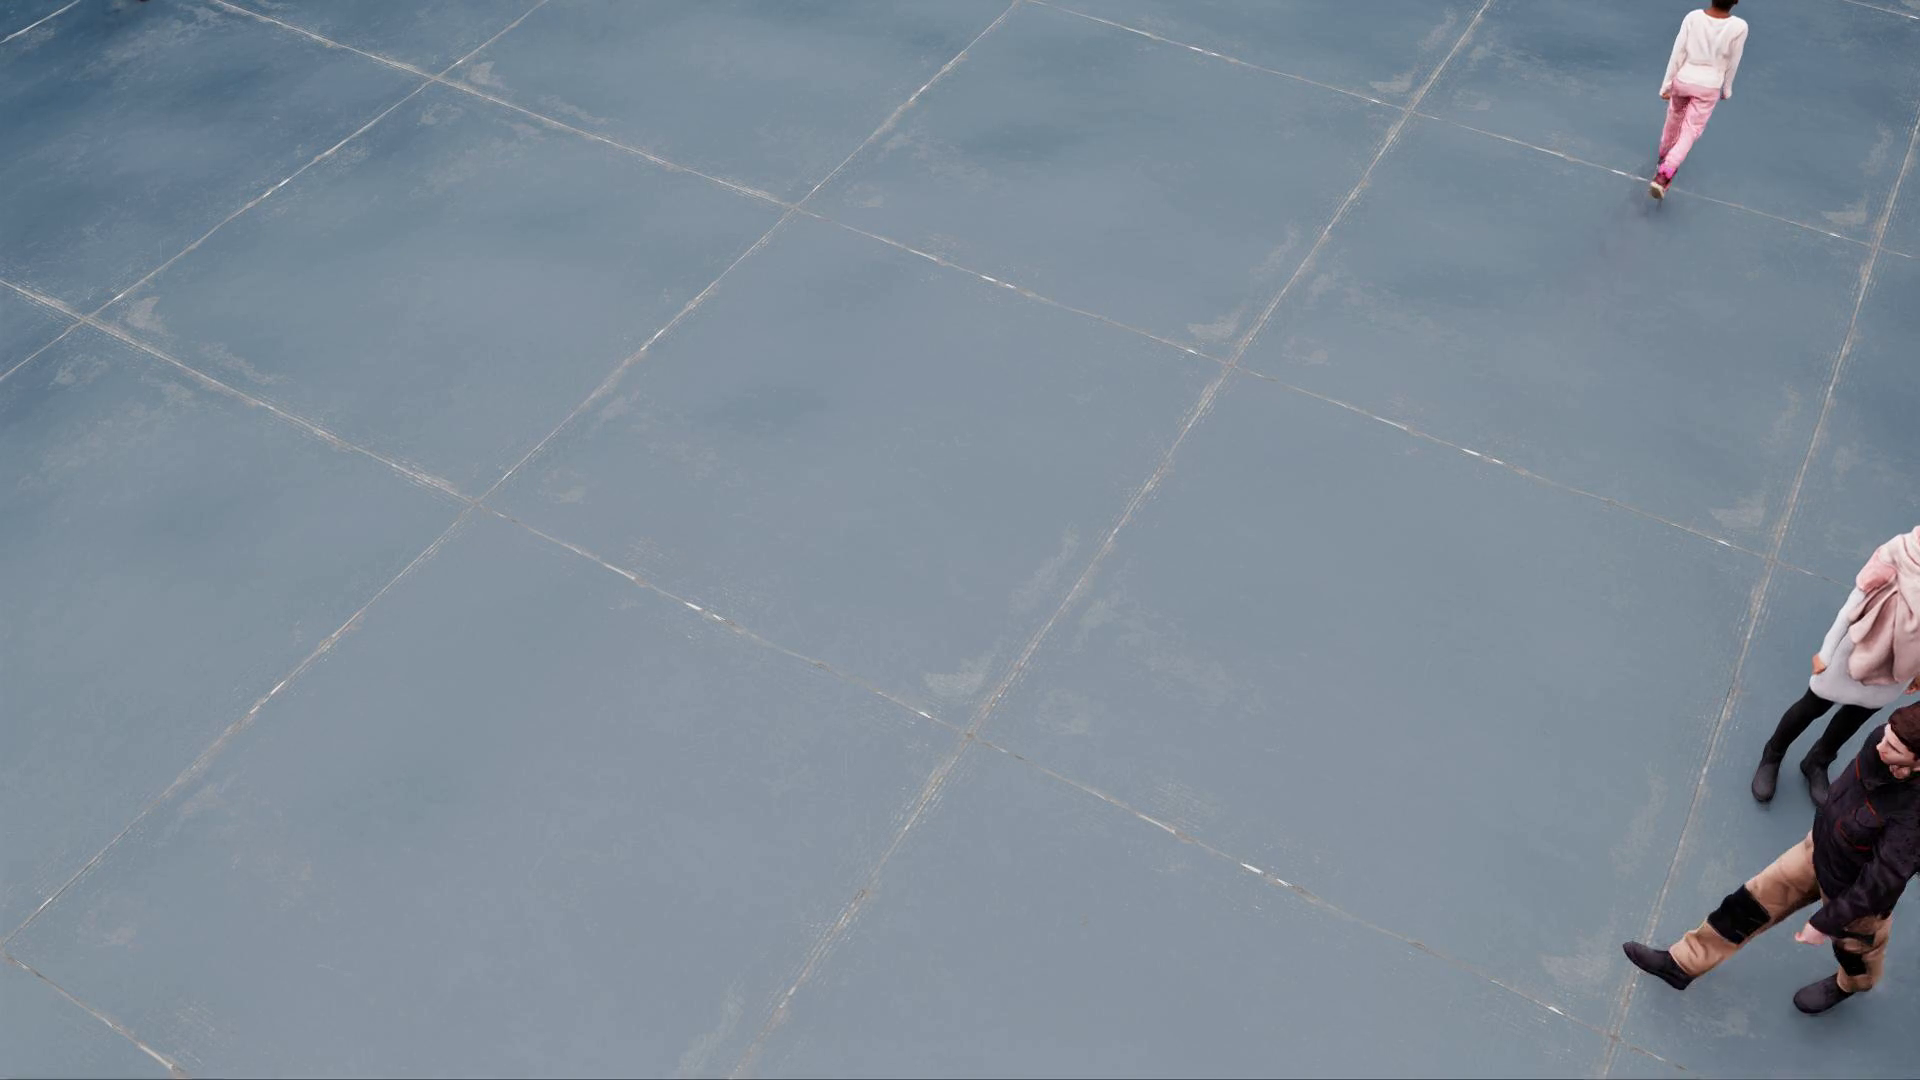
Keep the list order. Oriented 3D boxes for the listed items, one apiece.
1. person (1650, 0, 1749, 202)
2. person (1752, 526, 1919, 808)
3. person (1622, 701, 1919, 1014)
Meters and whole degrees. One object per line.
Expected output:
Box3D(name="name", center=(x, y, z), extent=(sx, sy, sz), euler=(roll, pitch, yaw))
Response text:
Box3D(name="person", center=(4.488, -2.755, 10.147), extent=(0.931, 1.421, 0.698), euler=(30, 54, 25))
Box3D(name="person", center=(3.790, 0.480, 6.896), extent=(0.627, 1.803, 0.755), euler=(9, 48, 8))
Box3D(name="person", center=(3.375, 1.242, 6.153), extent=(1.348, 1.859, 1.131), euler=(-2, 47, -2))
